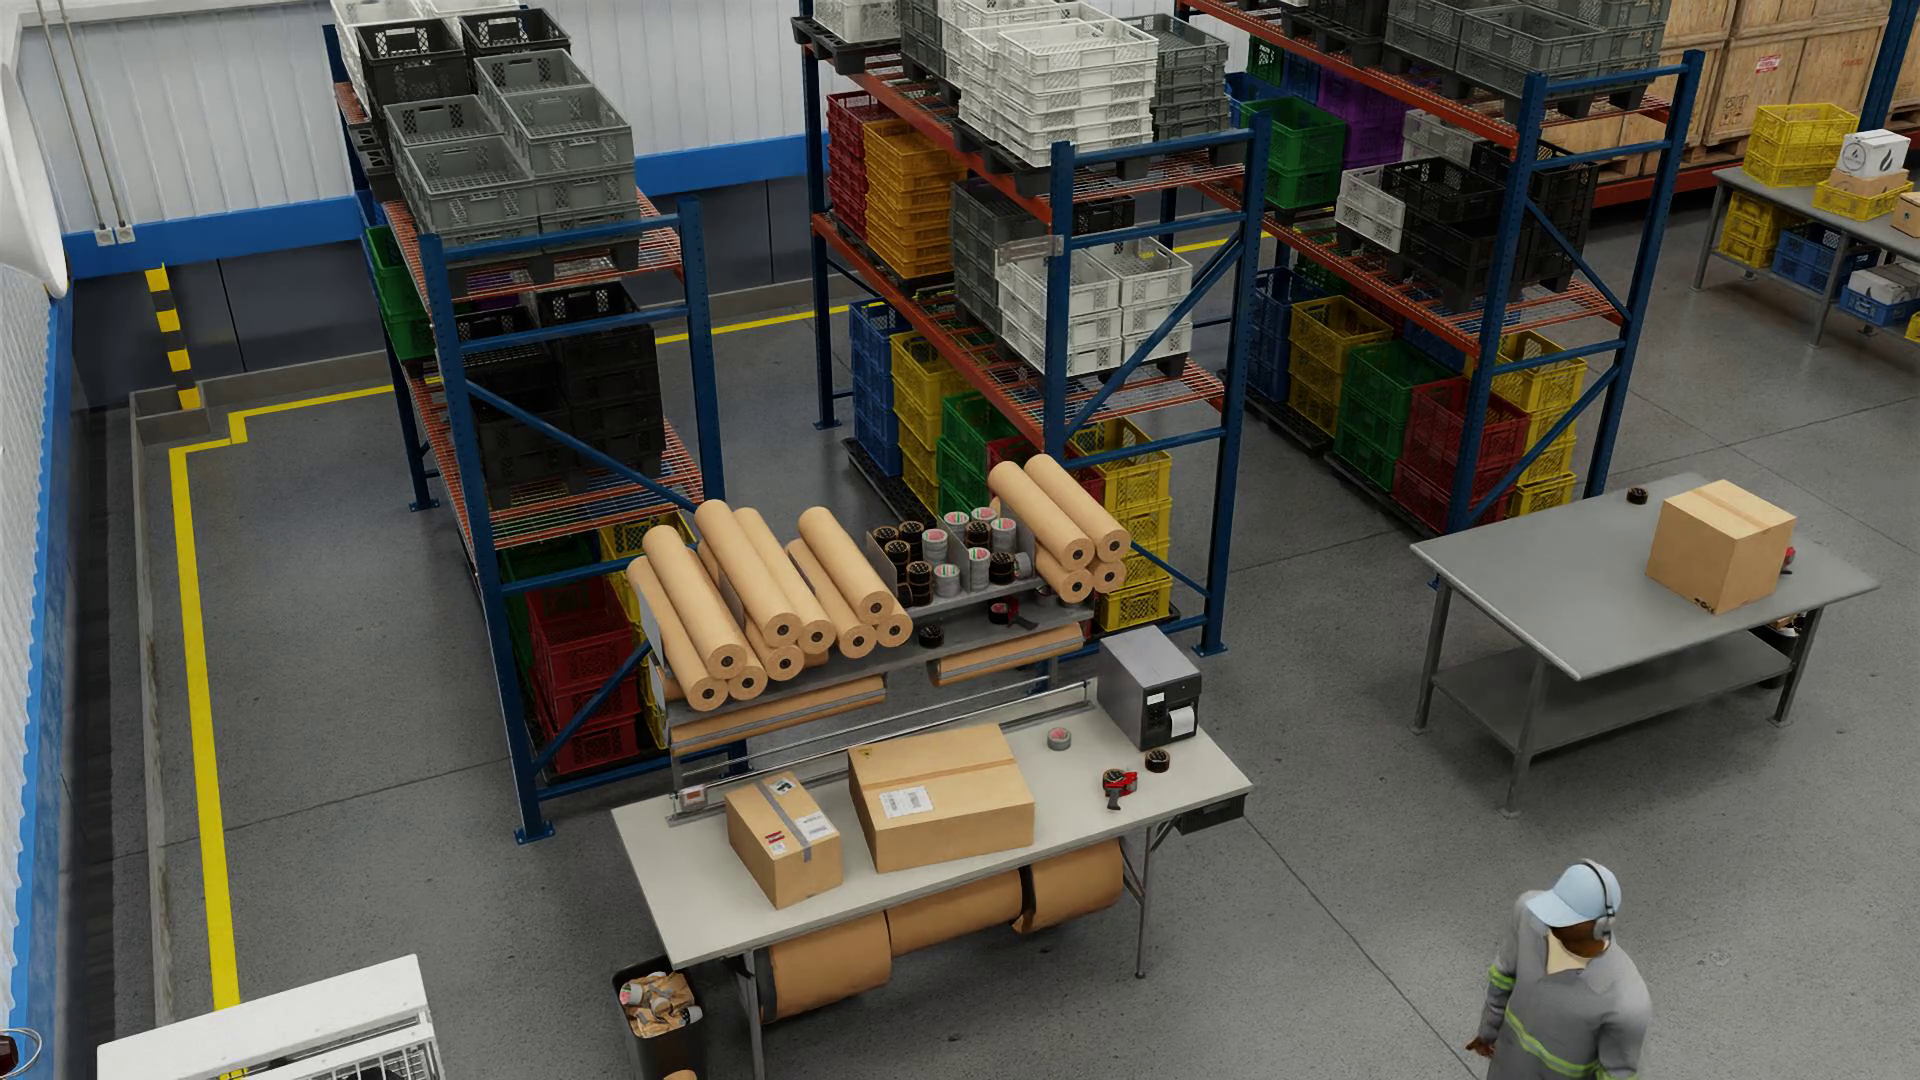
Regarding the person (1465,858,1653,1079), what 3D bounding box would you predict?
[{"bbox_3d":[1.935,1.784,5.563,0.393,1.853,0.588,-13,34,-20],"label":"person"}]
